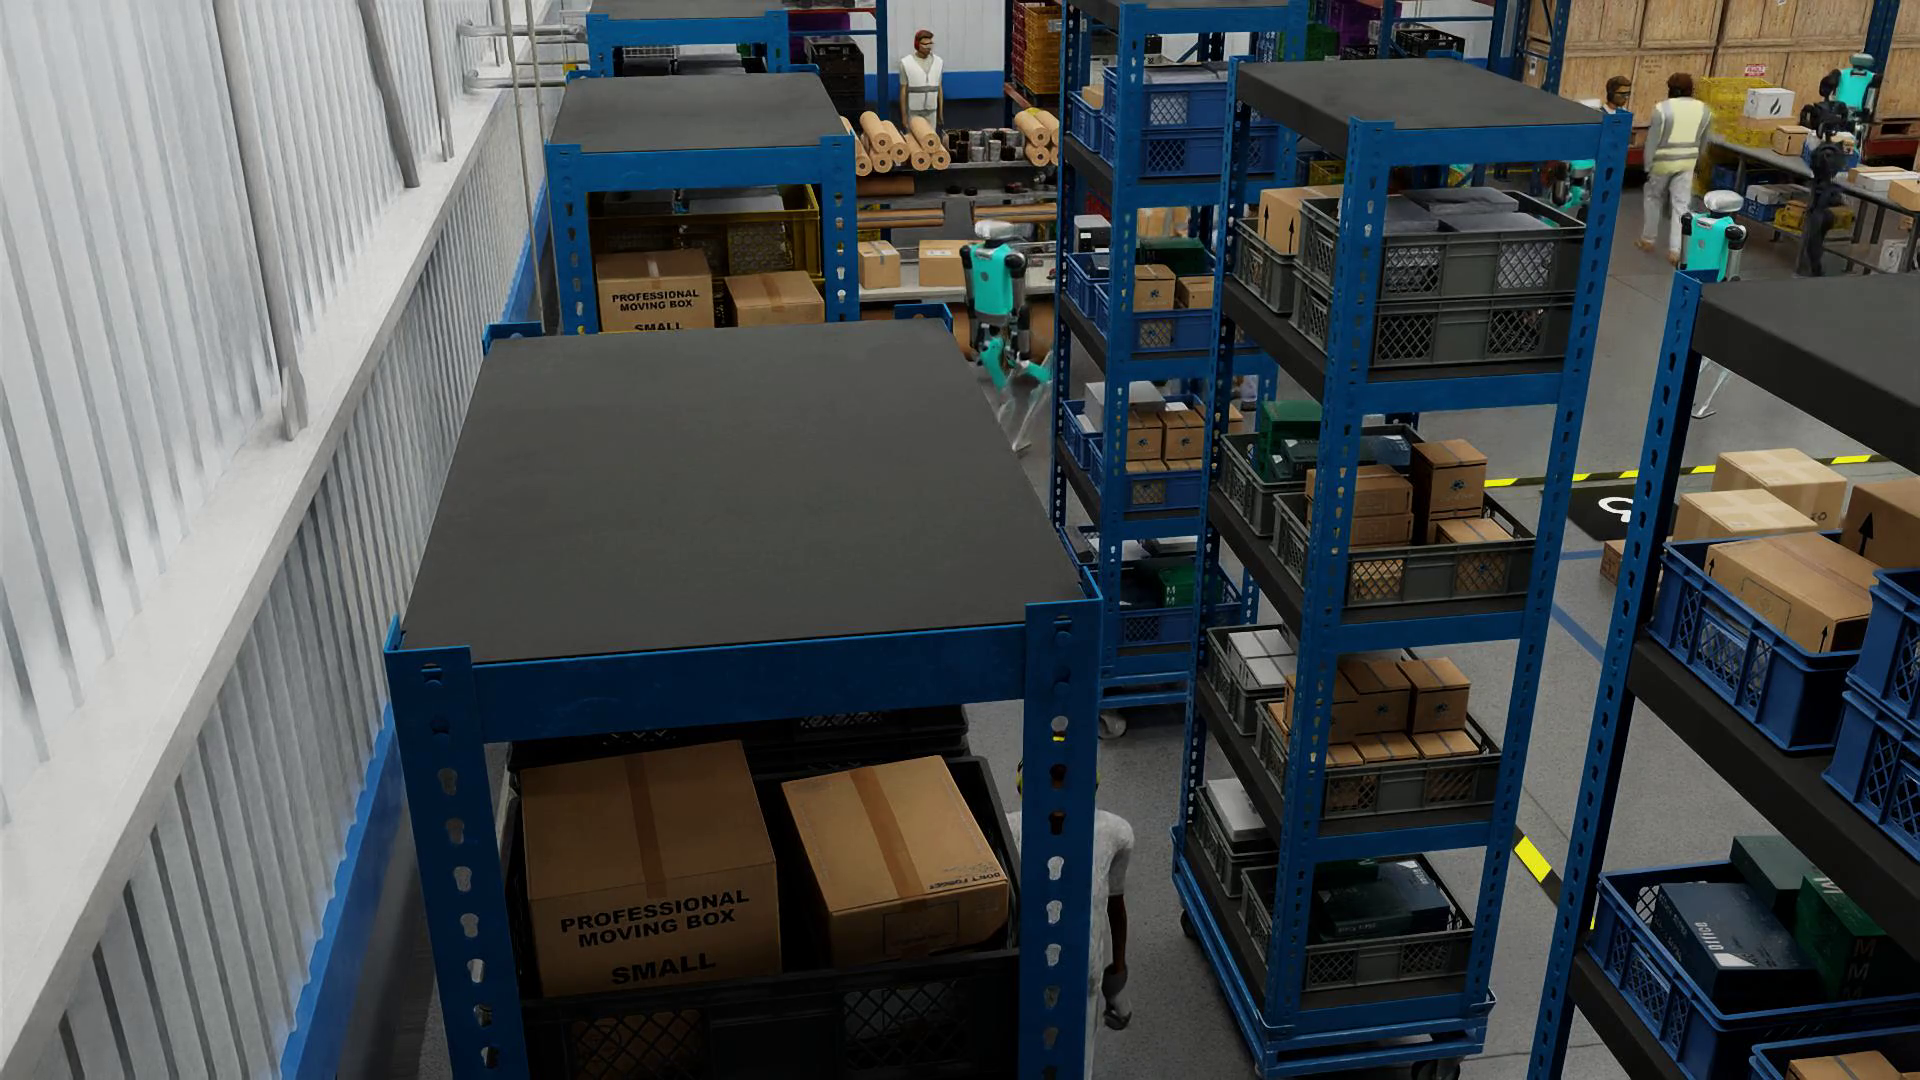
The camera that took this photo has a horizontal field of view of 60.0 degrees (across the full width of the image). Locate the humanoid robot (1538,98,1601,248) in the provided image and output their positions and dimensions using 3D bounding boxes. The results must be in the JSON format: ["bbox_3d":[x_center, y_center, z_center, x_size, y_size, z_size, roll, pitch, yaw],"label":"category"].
[{"bbox_3d":[5.684,-3.324,15.796,0.557,1.761,0.999,-14,28,-27],"label":"humanoid robot"}]

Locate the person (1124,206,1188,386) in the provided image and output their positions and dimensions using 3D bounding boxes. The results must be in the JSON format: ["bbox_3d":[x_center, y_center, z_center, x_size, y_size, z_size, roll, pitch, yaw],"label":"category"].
[{"bbox_3d":[1.485,-2.150,13.002,0.585,1.923,0.440,14,28,28],"label":"person"}]

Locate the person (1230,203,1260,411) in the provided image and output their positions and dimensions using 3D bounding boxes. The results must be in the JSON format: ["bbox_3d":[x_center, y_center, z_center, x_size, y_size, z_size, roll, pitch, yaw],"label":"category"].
[{"bbox_3d":[2.207,-1.853,12.534,0.324,1.766,0.532,-14,28,-28],"label":"person"}]

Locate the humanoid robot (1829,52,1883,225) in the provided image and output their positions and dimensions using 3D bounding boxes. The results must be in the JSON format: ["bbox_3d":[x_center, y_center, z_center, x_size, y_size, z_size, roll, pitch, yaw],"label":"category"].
[{"bbox_3d":[9.542,-4.265,17.840,0.560,1.763,0.982,5,25,11],"label":"humanoid robot"}]

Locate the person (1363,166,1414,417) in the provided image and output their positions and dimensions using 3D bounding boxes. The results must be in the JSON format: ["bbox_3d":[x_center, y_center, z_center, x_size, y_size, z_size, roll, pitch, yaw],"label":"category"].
[{"bbox_3d":[3.335,-1.827,12.323,0.531,1.894,0.632,-1,25,-2],"label":"person"}]

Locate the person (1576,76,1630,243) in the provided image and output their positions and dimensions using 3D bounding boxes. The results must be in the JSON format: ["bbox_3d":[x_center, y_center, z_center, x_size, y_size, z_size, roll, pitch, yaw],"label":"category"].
[{"bbox_3d":[6.273,-3.605,16.269,0.506,1.836,0.331,-19,31,-36],"label":"person"}]

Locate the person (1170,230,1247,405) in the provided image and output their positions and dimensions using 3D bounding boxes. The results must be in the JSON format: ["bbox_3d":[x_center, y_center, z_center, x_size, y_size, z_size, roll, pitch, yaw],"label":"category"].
[{"bbox_3d":[1.613,-1.186,11.037,0.596,1.814,0.437,14,28,27],"label":"person"}]

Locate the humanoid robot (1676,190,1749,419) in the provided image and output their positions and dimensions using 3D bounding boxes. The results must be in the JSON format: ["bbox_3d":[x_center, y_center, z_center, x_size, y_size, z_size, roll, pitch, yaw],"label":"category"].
[{"bbox_3d":[5.570,-1.729,12.144,0.735,1.673,0.533,-11,27,-23],"label":"humanoid robot"}]

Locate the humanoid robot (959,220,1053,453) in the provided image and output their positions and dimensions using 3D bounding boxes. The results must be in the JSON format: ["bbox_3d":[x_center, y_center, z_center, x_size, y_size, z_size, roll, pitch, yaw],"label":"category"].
[{"bbox_3d":[0.376,-1.366,11.521,0.540,1.794,0.791,20,31,36],"label":"humanoid robot"}]

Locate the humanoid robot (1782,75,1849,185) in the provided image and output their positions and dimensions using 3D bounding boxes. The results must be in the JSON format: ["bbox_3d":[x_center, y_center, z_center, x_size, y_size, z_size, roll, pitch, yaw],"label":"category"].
[{"bbox_3d":[8.882,-3.970,17.241,0.585,1.643,0.383,-4,25,-8],"label":"humanoid robot"}]

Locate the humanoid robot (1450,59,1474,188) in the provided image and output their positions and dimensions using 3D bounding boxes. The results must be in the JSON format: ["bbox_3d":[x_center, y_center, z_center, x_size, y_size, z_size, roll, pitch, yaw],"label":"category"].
[{"bbox_3d":[5.328,-4.214,17.718,0.661,1.808,0.547,11,27,22],"label":"humanoid robot"}]

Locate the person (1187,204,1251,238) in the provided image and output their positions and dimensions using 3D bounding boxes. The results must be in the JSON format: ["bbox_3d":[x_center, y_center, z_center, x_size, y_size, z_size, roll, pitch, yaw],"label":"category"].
[{"bbox_3d":[2.065,-2.277,13.145,0.615,2.035,0.410,-1,25,-2],"label":"person"}]

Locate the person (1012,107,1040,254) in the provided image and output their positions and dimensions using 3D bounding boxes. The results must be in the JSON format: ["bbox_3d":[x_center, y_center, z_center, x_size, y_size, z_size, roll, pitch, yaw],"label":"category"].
[{"bbox_3d":[0.634,-3.068,15.200,0.308,1.744,0.485,-1,25,-3],"label":"person"}]

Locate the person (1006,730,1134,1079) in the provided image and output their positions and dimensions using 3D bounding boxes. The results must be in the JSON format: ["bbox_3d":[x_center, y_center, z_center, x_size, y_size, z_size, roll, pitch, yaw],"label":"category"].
[{"bbox_3d":[0.292,1.431,5.278,0.527,1.865,0.320,-3,25,-6],"label":"person"}]

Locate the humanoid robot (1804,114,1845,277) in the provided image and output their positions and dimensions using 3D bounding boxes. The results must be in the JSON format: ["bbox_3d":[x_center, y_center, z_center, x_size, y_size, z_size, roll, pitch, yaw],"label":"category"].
[{"bbox_3d":[7.958,-3.084,15.323,0.417,1.628,0.615,9,26,20],"label":"humanoid robot"}]

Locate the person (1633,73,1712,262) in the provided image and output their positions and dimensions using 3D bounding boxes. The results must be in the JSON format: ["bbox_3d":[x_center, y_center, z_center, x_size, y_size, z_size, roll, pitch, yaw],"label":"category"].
[{"bbox_3d":[7.041,-3.694,16.470,0.678,1.799,0.765,1,25,2],"label":"person"}]

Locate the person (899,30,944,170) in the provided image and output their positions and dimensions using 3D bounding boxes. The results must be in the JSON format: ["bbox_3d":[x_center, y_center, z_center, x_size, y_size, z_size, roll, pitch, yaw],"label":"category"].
[{"bbox_3d":[-0.445,-4.926,19.134,0.561,1.836,0.388,-14,28,-28],"label":"person"}]
